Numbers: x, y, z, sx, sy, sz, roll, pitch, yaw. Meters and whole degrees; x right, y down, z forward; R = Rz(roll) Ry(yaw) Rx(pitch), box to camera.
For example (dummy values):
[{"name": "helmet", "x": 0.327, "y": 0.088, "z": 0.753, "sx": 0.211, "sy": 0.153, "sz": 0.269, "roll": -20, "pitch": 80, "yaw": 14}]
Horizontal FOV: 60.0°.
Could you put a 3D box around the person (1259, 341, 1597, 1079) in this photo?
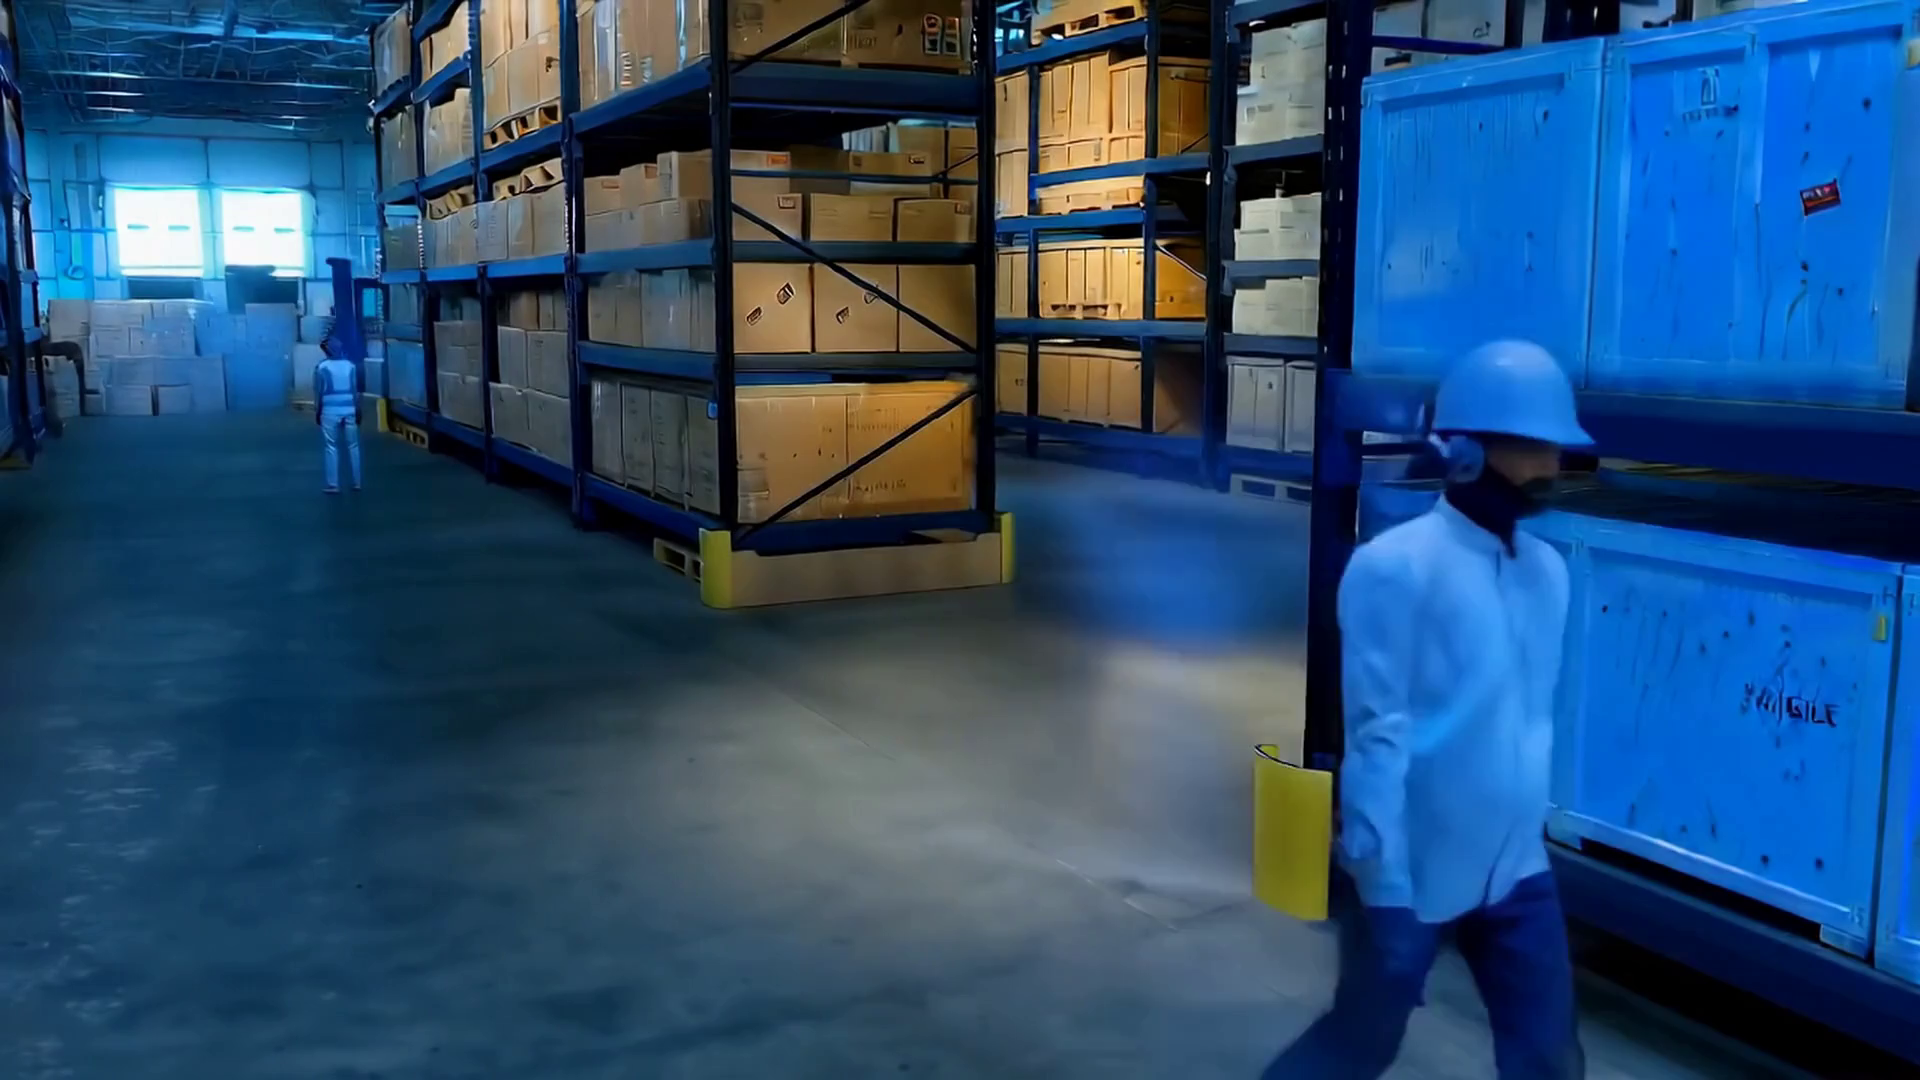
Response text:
[{"name": "person", "x": 0.891, "y": 0.590, "z": 3.220, "sx": 0.620, "sy": 1.958, "sz": 0.981, "roll": -5, "pitch": 10, "yaw": -30}]

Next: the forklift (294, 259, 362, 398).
[{"name": "forklift", "x": -12.554, "y": -4.313, "z": 33.833, "sx": 1.873, "sy": 2.768, "sz": 1.129, "roll": -3, "pitch": 9, "yaw": -17}]

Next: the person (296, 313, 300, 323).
[{"name": "person", "x": -21.528, "y": -6.687, "z": 53.660, "sx": 0.617, "sy": 1.868, "sz": 0.410, "roll": 0, "pitch": 8, "yaw": 3}]

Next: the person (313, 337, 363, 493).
[{"name": "person", "x": -6.497, "y": -1.301, "z": 17.357, "sx": 0.315, "sy": 1.630, "sz": 0.511, "roll": 6, "pitch": 10, "yaw": 37}]

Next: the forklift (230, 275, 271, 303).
[{"name": "forklift", "x": -17.379, "y": -5.329, "z": 40.839, "sx": 1.129, "sy": 2.768, "sz": 1.873, "roll": -4, "pitch": 9, "yaw": -26}]

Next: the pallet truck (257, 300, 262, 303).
[{"name": "pallet truck", "x": -23.913, "y": -7.404, "z": 58.171, "sx": 1.885, "sy": 1.965, "sz": 0.823, "roll": -1, "pitch": 8, "yaw": -9}]

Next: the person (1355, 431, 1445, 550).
[{"name": "person", "x": 1.837, "y": 0.123, "z": 6.812, "sx": 0.530, "sy": 1.831, "sz": 0.595, "roll": -3, "pitch": 9, "yaw": -19}]

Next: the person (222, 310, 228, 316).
[{"name": "person", "x": -27.035, "y": -7.665, "z": 61.252, "sx": 0.450, "sy": 1.621, "sz": 0.551, "roll": -5, "pitch": 10, "yaw": -31}]
